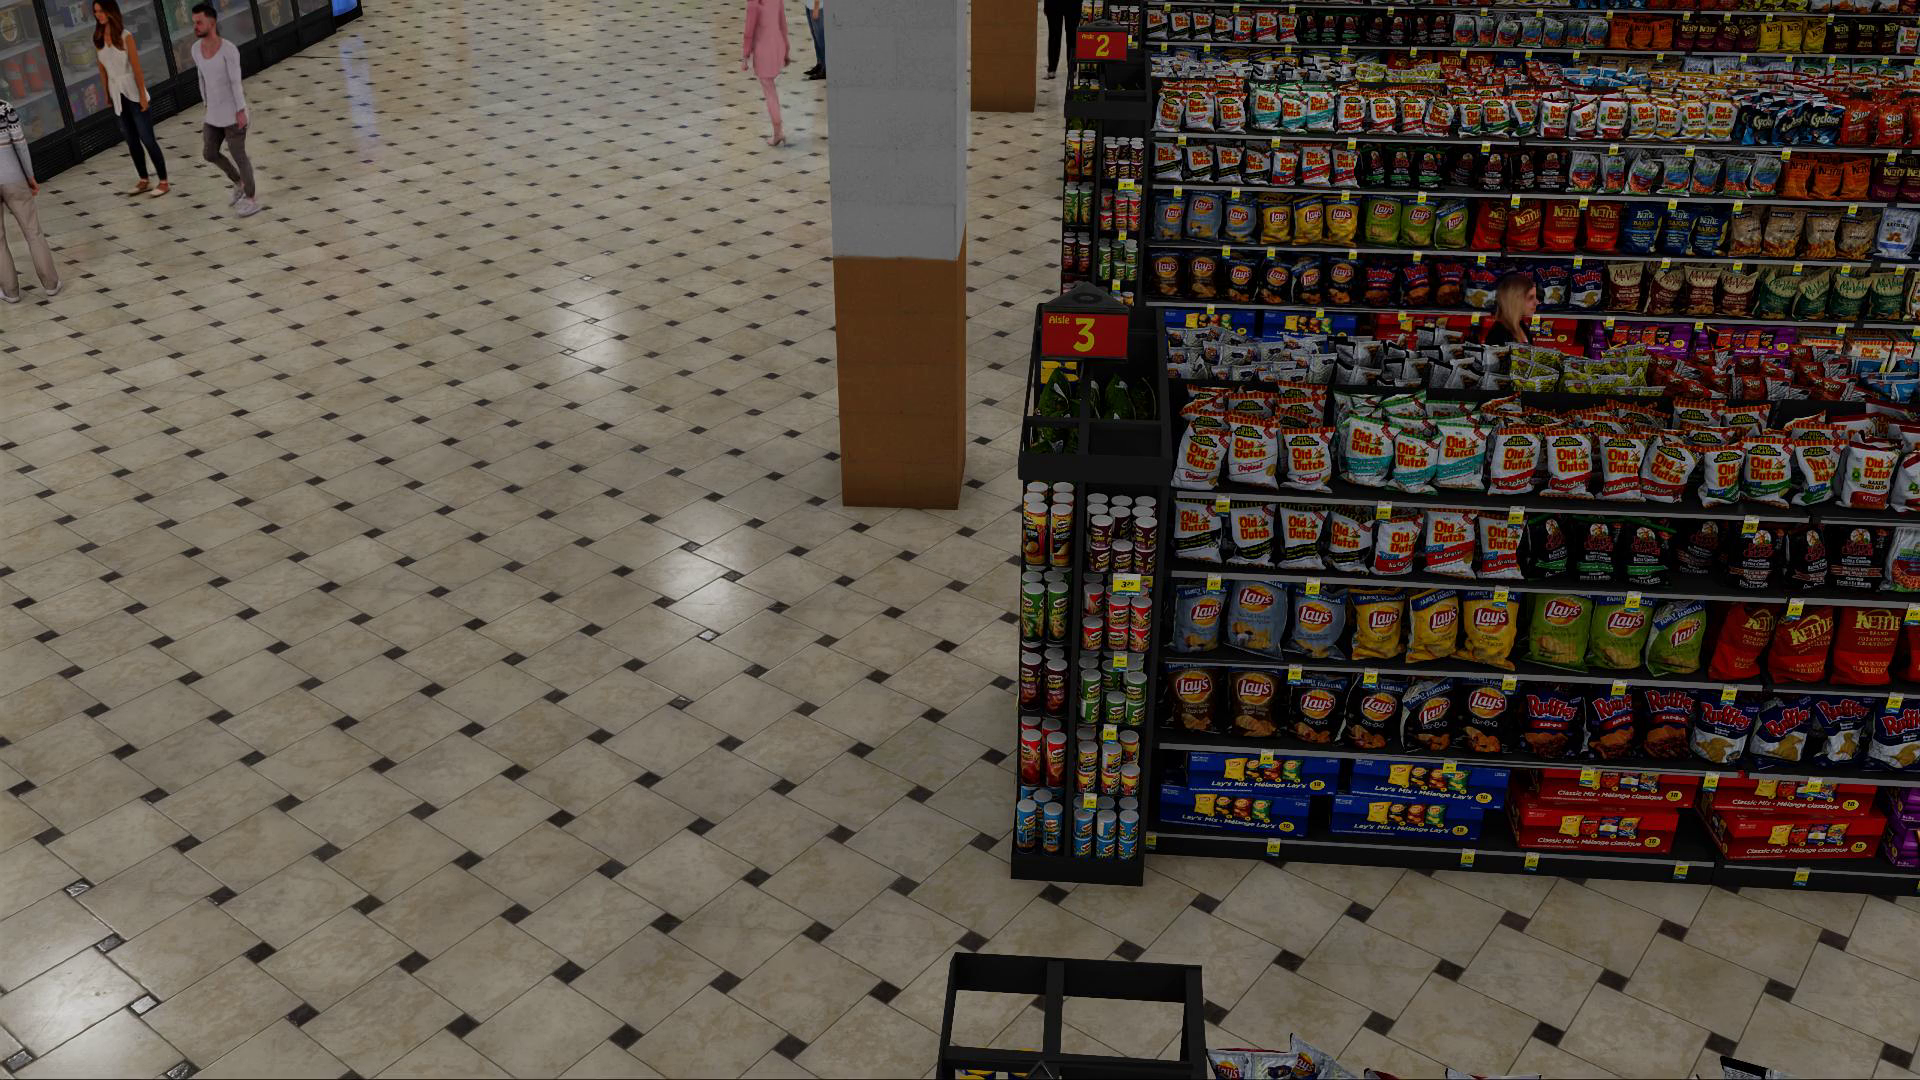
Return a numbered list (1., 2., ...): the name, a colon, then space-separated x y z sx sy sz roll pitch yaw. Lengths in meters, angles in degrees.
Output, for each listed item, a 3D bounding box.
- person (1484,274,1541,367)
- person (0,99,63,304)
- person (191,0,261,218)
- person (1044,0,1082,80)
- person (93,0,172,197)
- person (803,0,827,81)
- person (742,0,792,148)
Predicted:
1. person: 2.825 -0.673 9.102 0.750 1.662 0.720 18 34 30
2. person: -7.351 -2.743 12.688 0.730 1.860 0.818 -18 34 -30
3. person: -6.415 -3.792 14.641 0.675 1.830 0.795 9 30 16
4. person: 1.203 -6.165 19.213 0.572 1.613 0.711 0 29 1
5. person: -7.544 -4.027 15.122 0.523 1.781 0.690 8 30 14
6. person: -1.675 -6.184 19.212 0.607 1.648 0.622 -10 30 -18
7. person: -1.841 -4.784 16.502 0.811 1.787 0.768 23 36 36
